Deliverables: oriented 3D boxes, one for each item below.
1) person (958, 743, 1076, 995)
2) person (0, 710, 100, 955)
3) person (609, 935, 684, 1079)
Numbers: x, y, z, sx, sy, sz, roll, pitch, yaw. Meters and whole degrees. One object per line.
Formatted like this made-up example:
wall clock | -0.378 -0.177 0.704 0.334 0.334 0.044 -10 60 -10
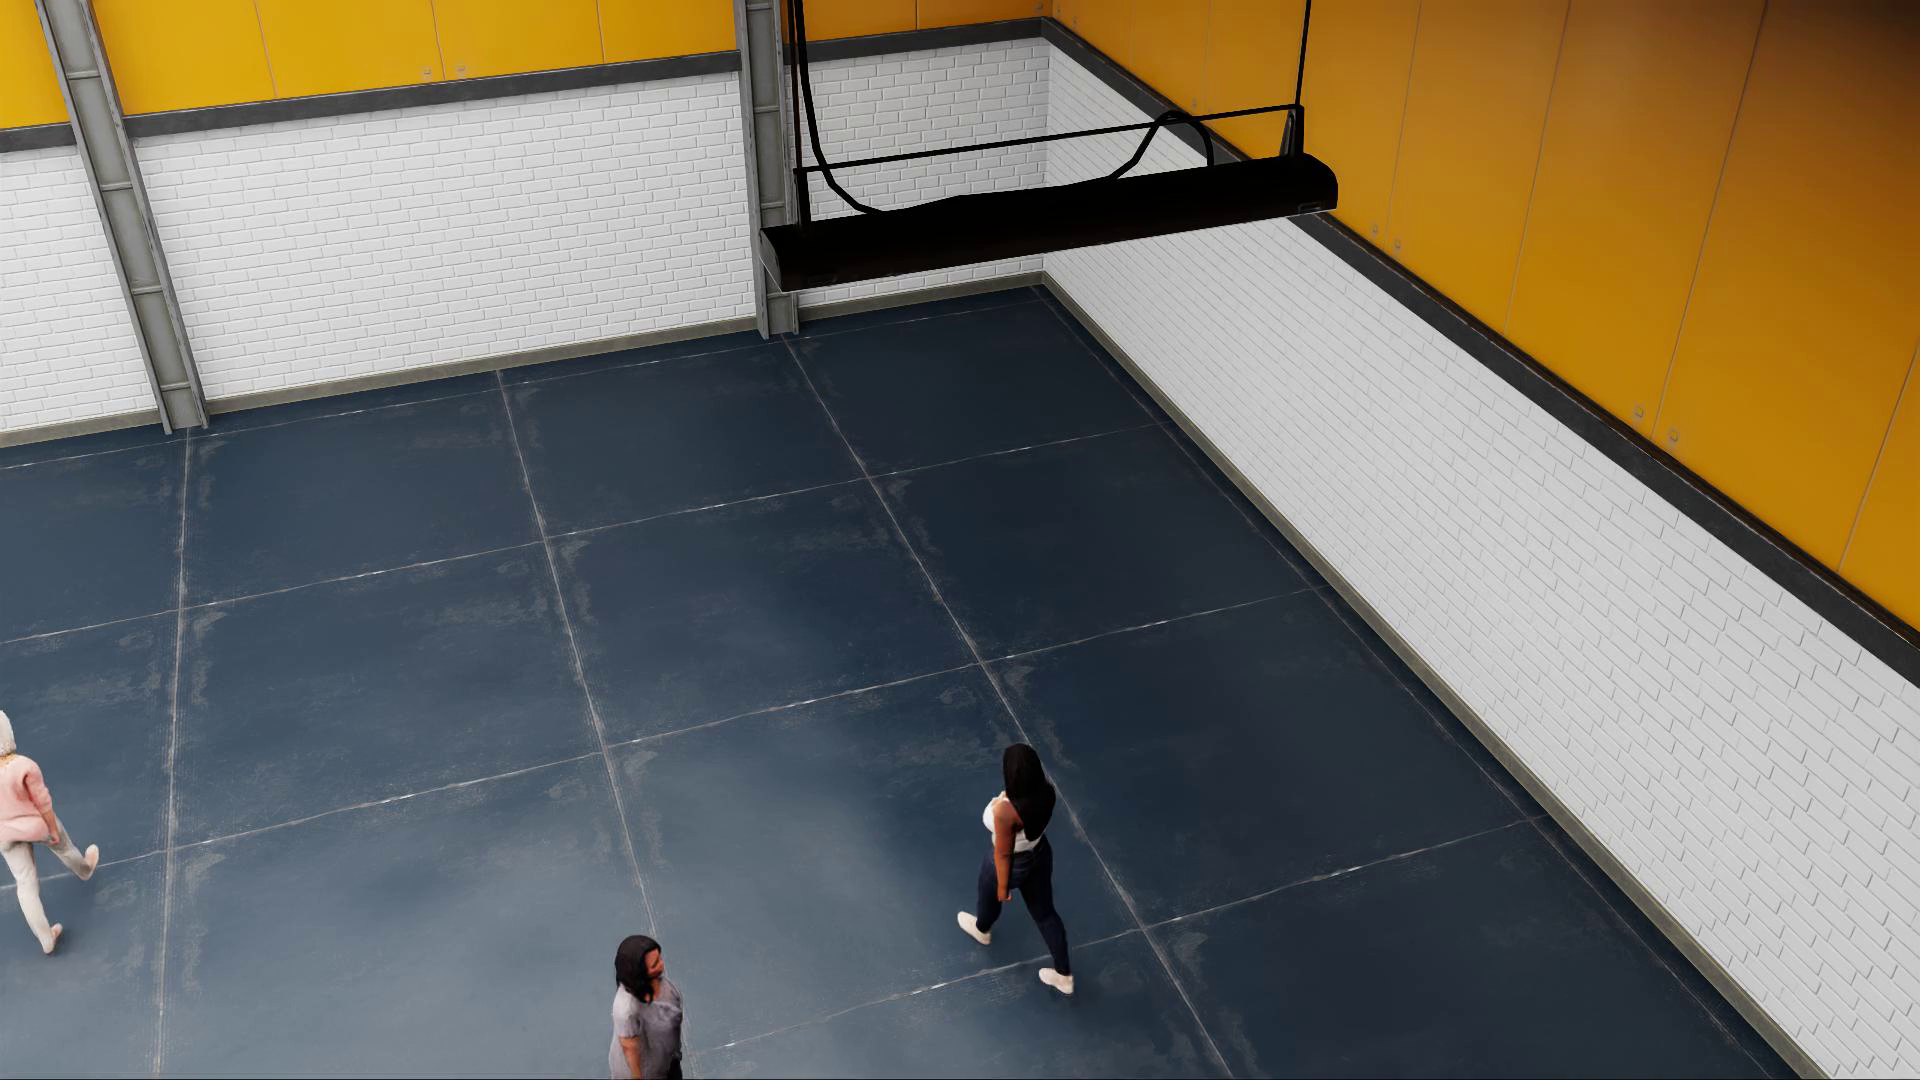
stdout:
person | 0.433 2.016 10.048 1.224 1.762 1.007 -26 41 -33
person | -5.863 1.854 10.368 1.083 1.678 0.813 -5 34 -7
person | -1.782 2.758 9.089 0.993 1.589 0.826 2 34 2
